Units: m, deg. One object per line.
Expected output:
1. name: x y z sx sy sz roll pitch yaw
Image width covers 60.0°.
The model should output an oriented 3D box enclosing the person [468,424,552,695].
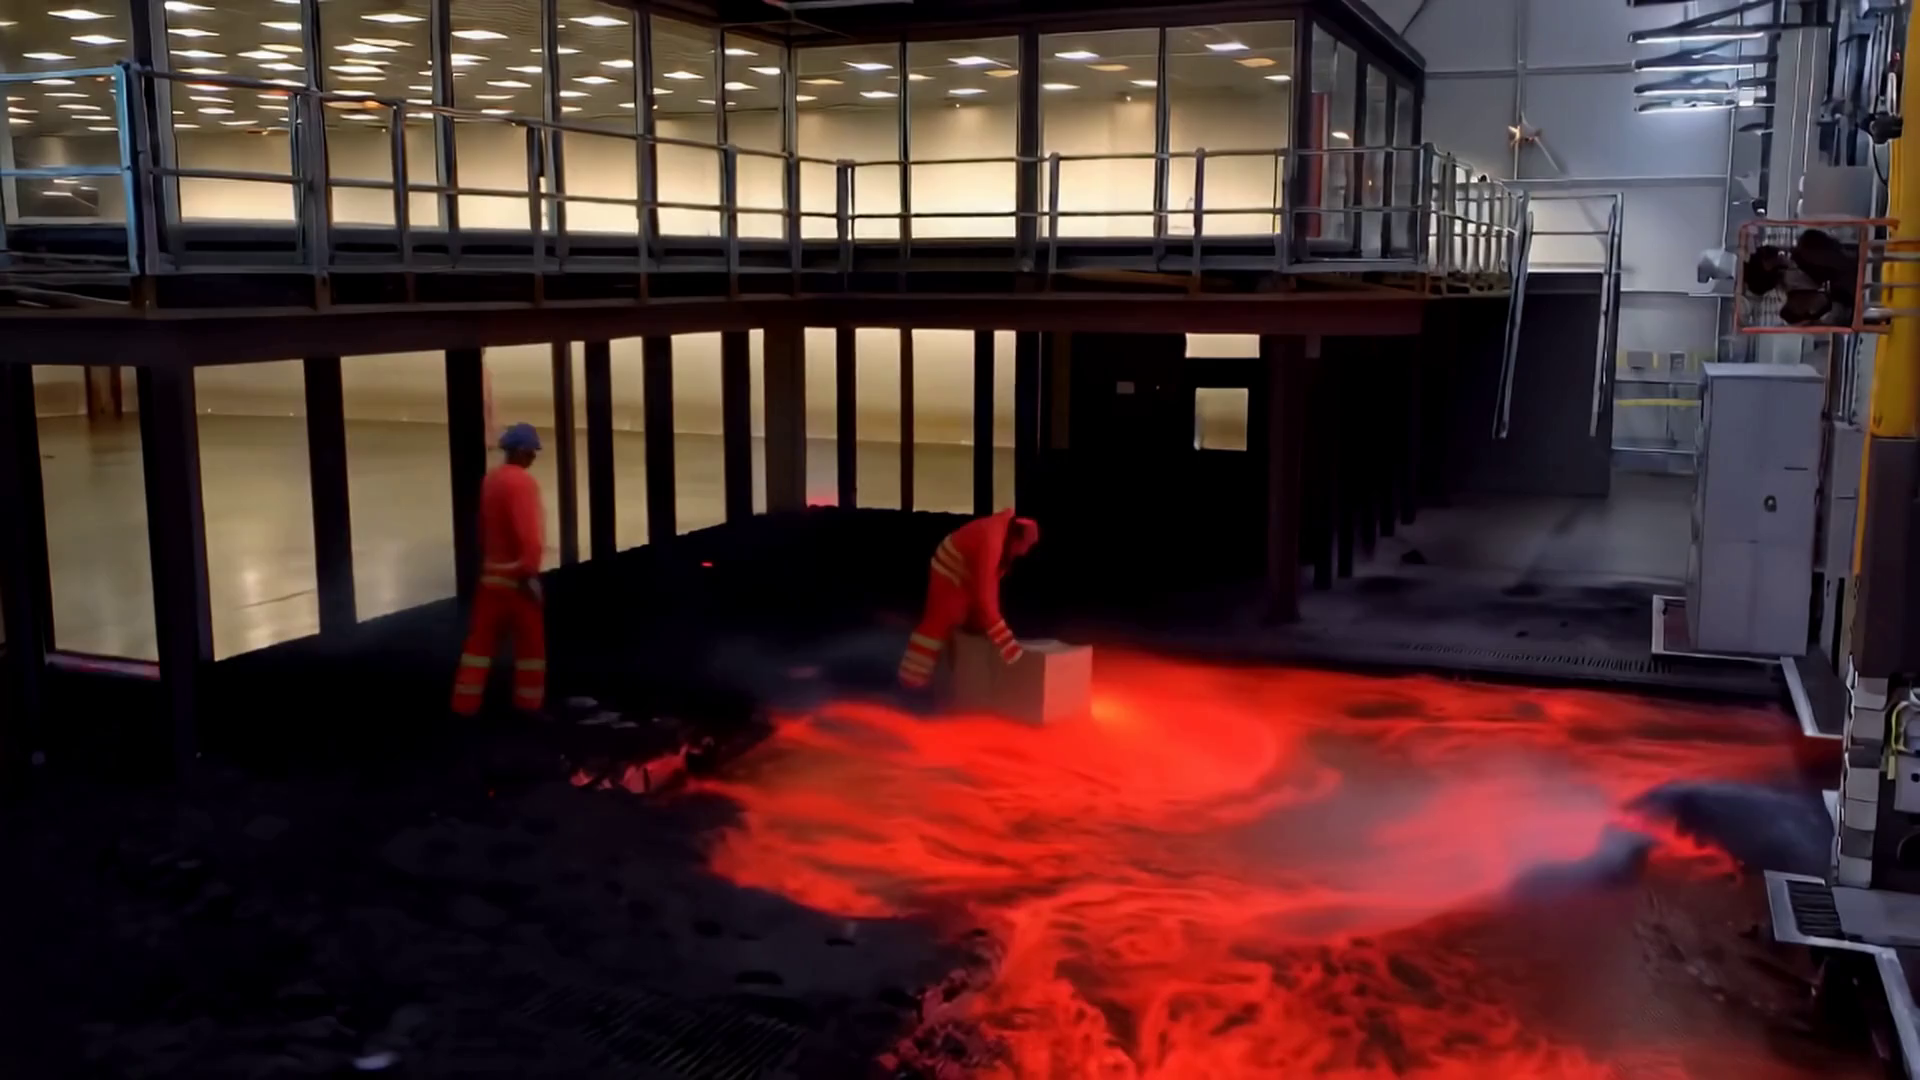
1. person: -3.264 0.156 11.956 0.671 1.965 0.607 6 11 32
